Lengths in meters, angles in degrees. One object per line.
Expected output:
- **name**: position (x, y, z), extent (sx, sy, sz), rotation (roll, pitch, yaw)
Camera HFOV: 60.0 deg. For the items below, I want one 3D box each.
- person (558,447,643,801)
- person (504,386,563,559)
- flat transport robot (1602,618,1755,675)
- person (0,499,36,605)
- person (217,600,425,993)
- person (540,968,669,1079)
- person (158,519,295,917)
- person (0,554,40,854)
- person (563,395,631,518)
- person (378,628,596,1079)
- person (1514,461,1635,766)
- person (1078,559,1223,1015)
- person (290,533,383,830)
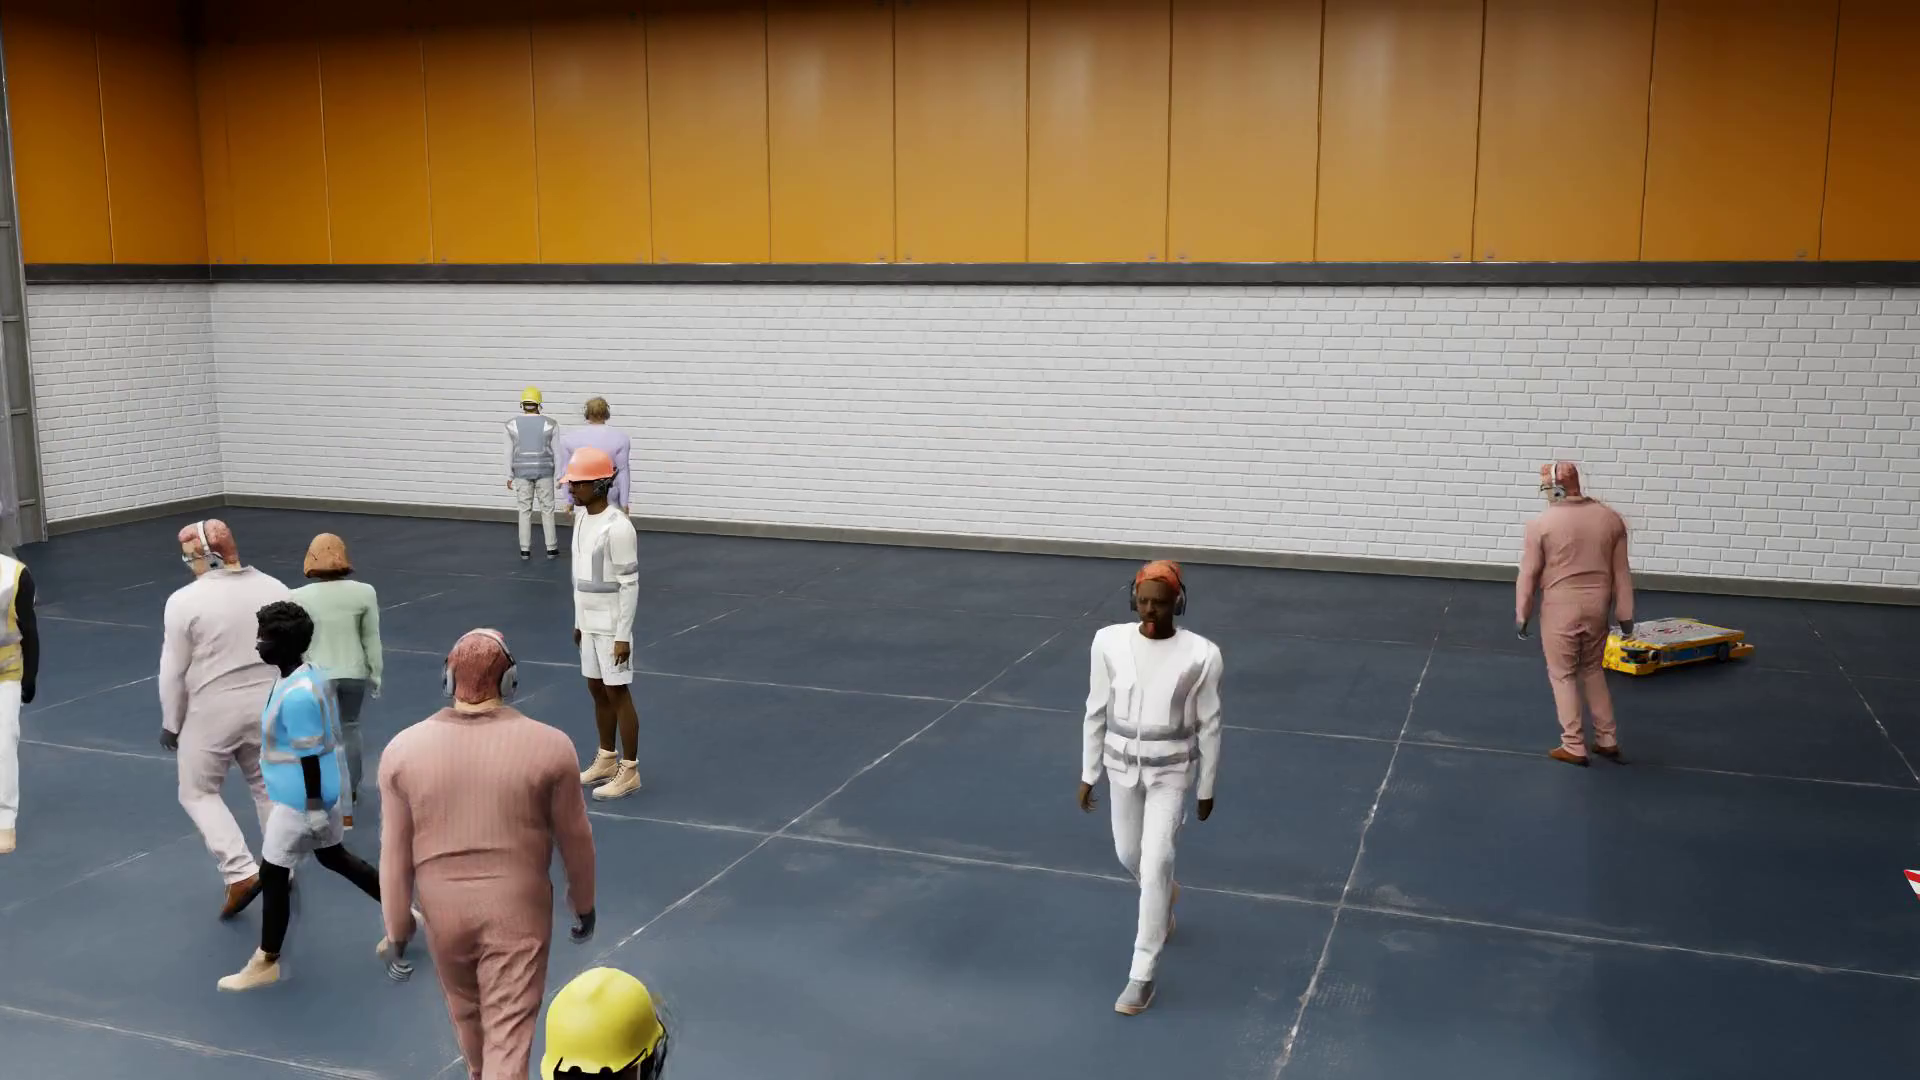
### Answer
- **person**: position (-2.083, 0.480, 9.583), extent (0.394, 2.041, 0.612), rotation (-7, 11, -37)
- **person**: position (-4.504, -0.708, 17.603), extent (0.601, 1.830, 0.403), rotation (-1, 9, -9)
- **flat transport robot**: position (5.476, 0.814, 12.994), extent (1.431, 0.197, 0.652), rotation (-5, 11, -30)
- **person**: position (-8.741, -0.236, 14.660), extent (1.015, 1.835, 0.600), rotation (-7, 12, -38)
- **person**: position (-2.751, 1.065, 7.137), extent (0.833, 1.667, 0.539), rotation (-4, 10, -22)
- **person**: position (-0.626, 1.637, 3.316), extent (0.519, 1.748, 0.702), rotation (1, 9, 5)
- **person**: position (-3.406, 0.833, 7.876), extent (0.485, 1.887, 0.687), rotation (6, 11, 35)
- **person**: position (-5.219, 0.715, 8.816), extent (0.630, 1.821, 0.666), rotation (-4, 10, -23)
- **person**: position (-3.353, -0.367, 15.288), extent (0.638, 1.912, 0.892), rotation (0, 9, 2)
- **person**: position (-1.566, 1.217, 5.617), extent (0.667, 1.850, 1.007), rotation (0, 9, -2)
- **person**: position (3.784, 0.453, 10.295), extent (0.668, 1.867, 0.502), rotation (-2, 9, -11)
- **person**: position (0.842, 0.979, 7.099), extent (0.573, 1.857, 0.911), rotation (5, 10, 27)
- **person**: position (-3.504, 0.758, 9.217), extent (0.502, 1.607, 0.725), rotation (-7, 12, -39)
